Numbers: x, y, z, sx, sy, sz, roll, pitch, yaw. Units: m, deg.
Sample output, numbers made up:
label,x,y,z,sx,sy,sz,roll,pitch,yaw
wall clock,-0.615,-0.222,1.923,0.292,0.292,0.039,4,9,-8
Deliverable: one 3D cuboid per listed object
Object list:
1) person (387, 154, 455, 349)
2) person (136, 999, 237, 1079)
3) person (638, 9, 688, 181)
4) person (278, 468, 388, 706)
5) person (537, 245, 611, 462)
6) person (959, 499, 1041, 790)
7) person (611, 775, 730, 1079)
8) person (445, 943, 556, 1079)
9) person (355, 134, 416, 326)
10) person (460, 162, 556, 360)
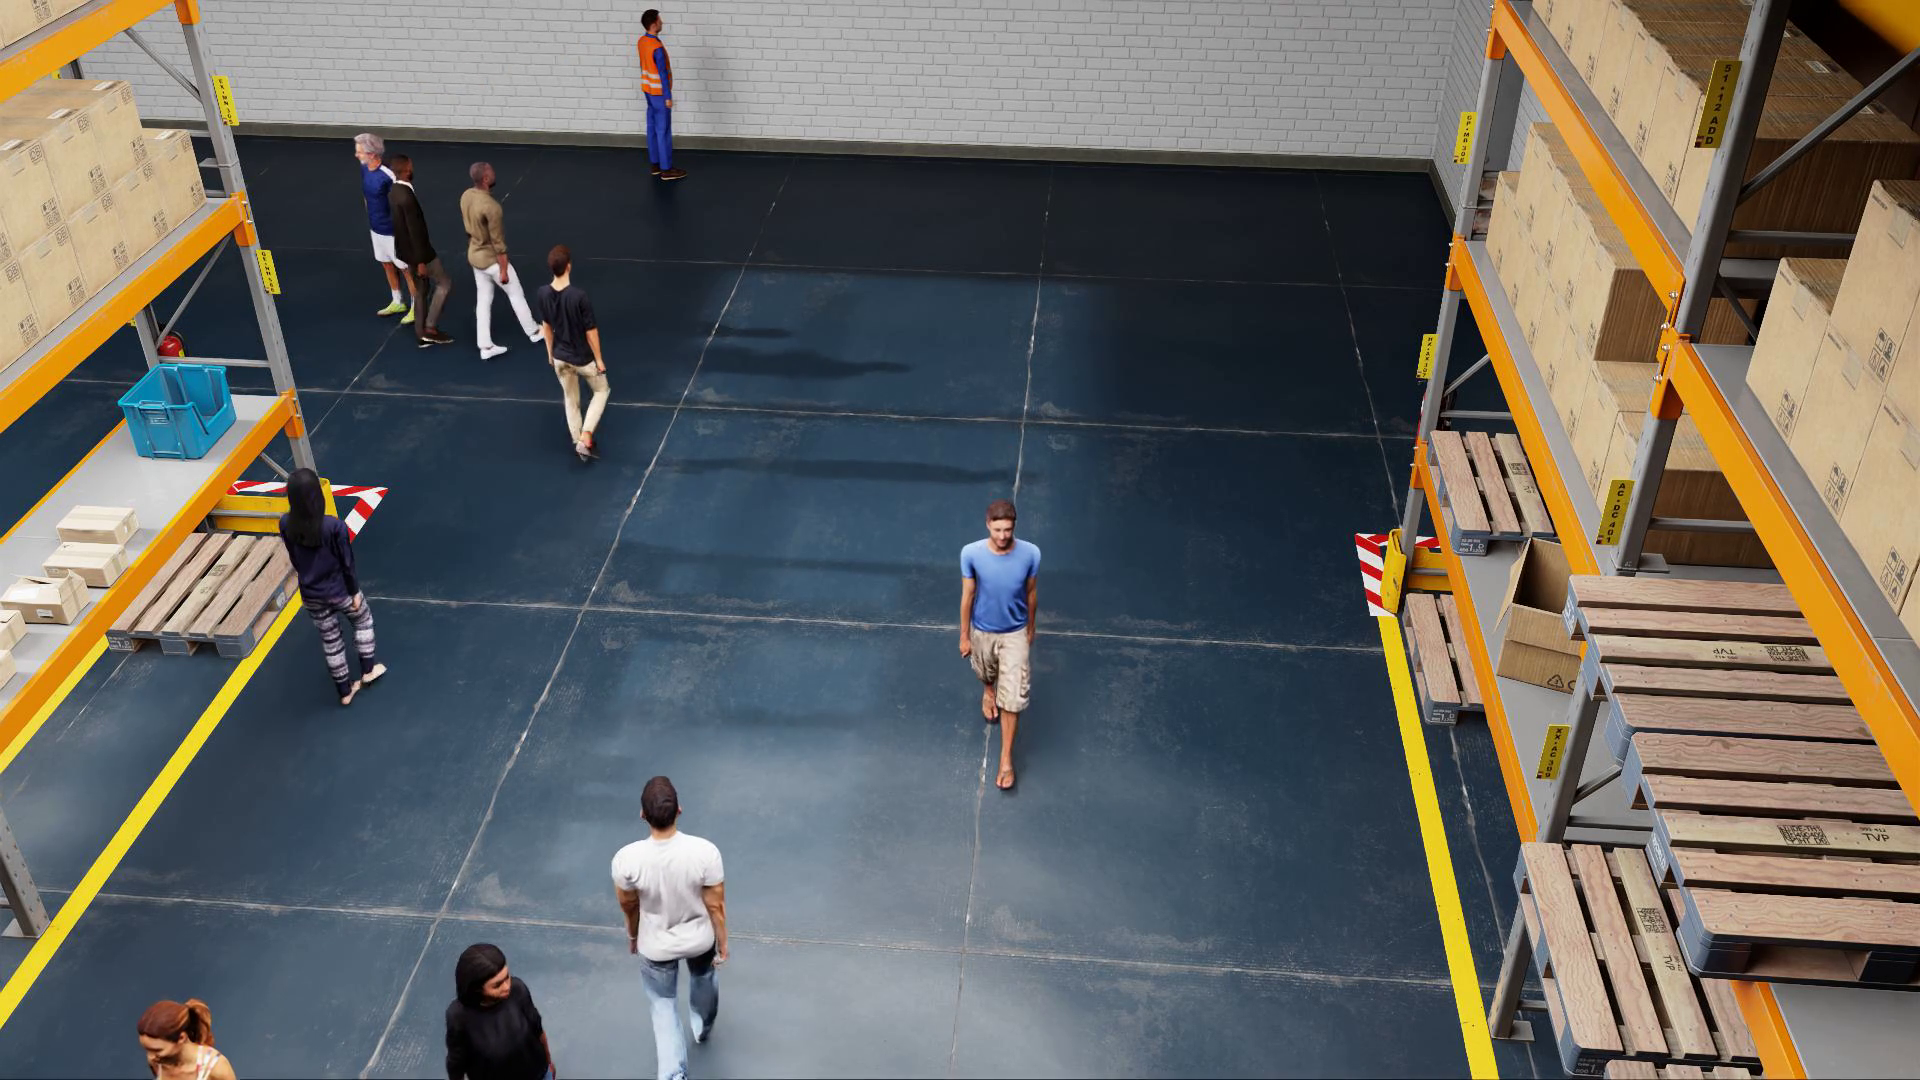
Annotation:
label,x,y,z,sx,sy,sz,roll,pitch,yaw
person,-4.964,-2.544,14.926,0.901,1.778,0.821,-19,38,-26
person,-3.188,2.602,7.179,0.599,1.784,0.577,9,35,13
person,-3.365,-4.960,18.483,0.848,1.863,0.764,-21,39,-28
person,-4.069,0.347,10.626,0.629,1.723,0.652,0,34,0
person,-3.077,-1.412,13.158,0.720,1.850,0.749,9,35,13
person,0.233,0.502,10.300,0.653,1.827,1.206,1,34,2
person,-1.384,1.980,8.073,0.873,1.830,1.155,-6,34,-9
person,-2.065,2.400,7.561,0.749,1.697,0.773,-13,36,-18
person,-5.296,-2.902,15.413,0.715,1.836,0.719,22,39,29
person,-4.231,-2.442,14.751,1.076,1.802,1.170,26,41,33
